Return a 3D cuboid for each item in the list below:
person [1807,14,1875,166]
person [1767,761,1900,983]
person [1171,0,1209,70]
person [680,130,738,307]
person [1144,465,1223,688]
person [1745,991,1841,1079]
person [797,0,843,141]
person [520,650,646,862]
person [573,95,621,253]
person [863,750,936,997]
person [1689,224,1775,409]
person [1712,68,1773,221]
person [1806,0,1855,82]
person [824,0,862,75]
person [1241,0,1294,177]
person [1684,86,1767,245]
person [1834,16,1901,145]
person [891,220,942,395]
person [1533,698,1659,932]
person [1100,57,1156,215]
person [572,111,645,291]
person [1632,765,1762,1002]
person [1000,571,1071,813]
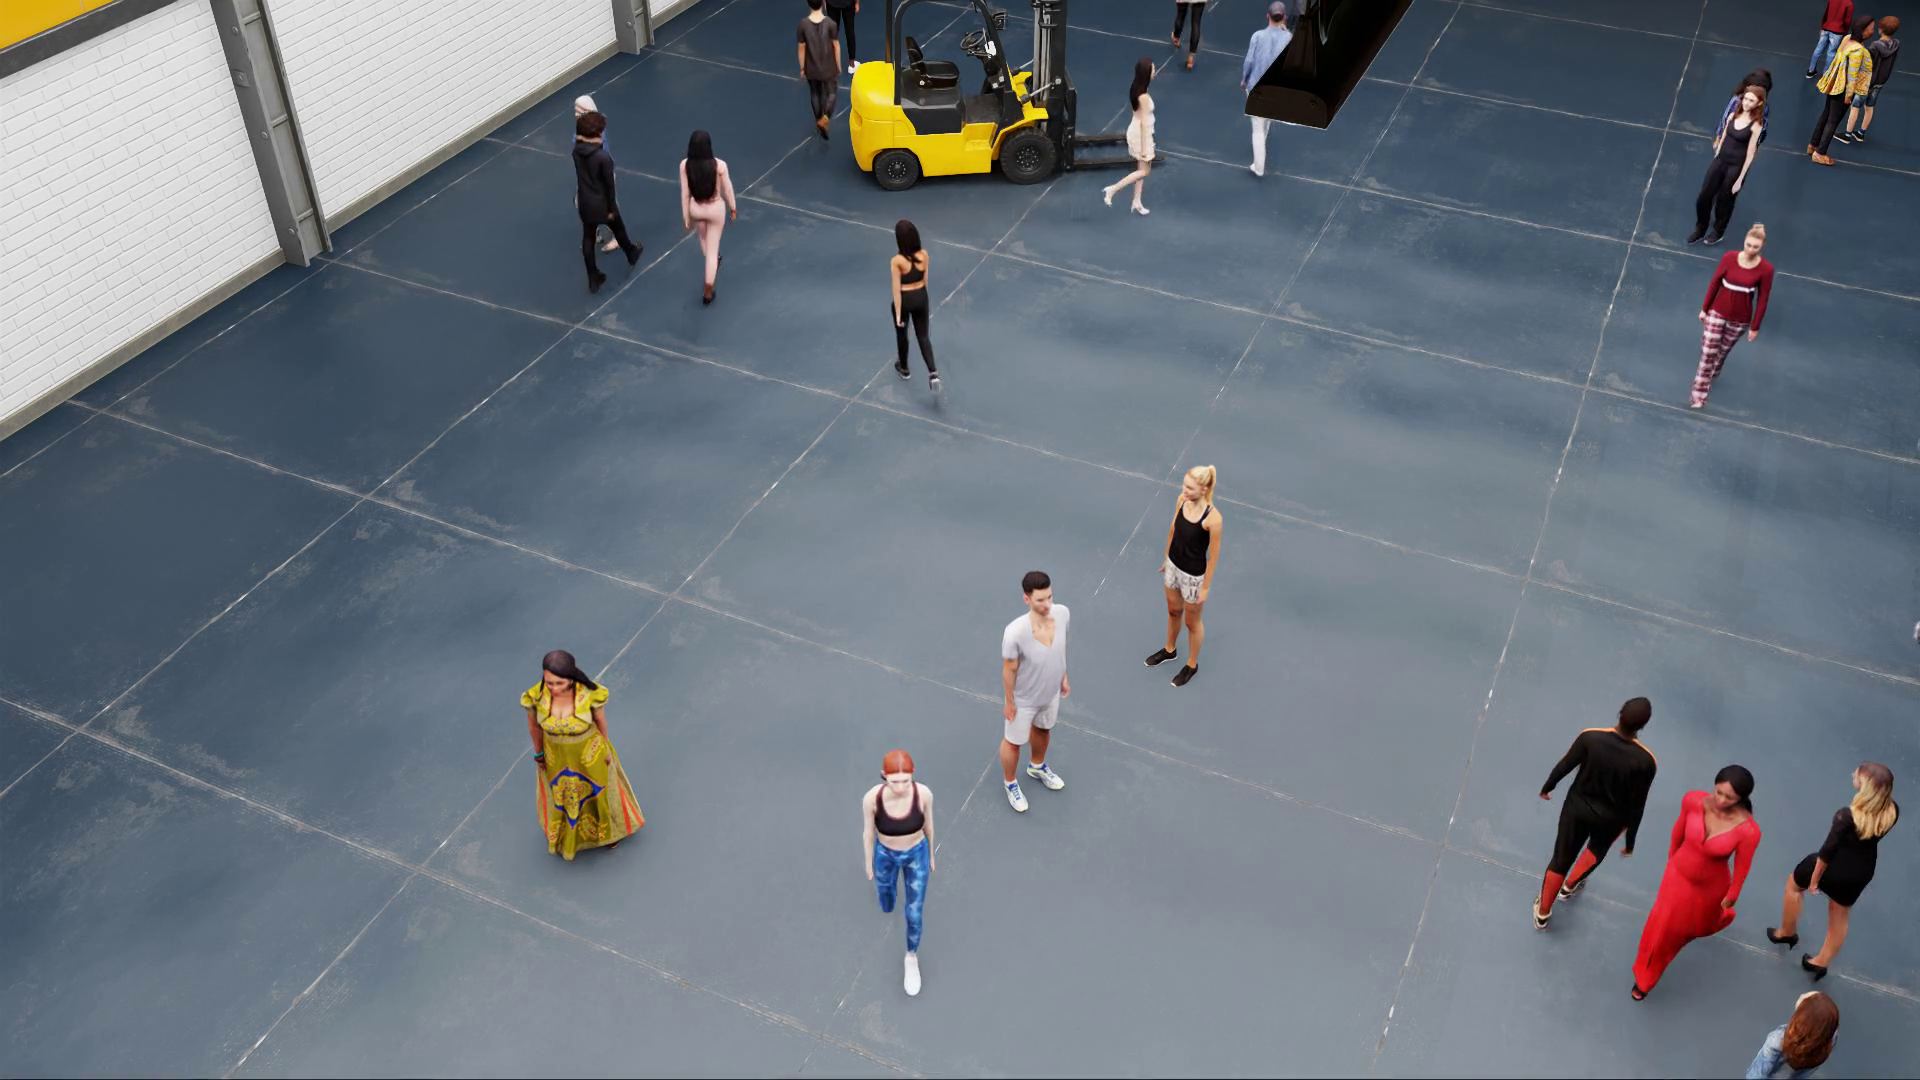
[{"bbox_3d":[9.696,-4.966,18.292,0.865,1.656,0.785,5,39,7],"label":"person"},{"bbox_3d":[5.118,1.980,9.592,0.725,1.659,0.780,-2,39,-3],"label":"person"},{"bbox_3d":[2.863,-6.659,20.308,0.913,1.785,1.192,0,39,0],"label":"person"},{"bbox_3d":[-2.420,-3.032,15.852,0.875,1.680,1.157,4,39,4],"label":"person"},{"bbox_3d":[1.608,0.210,11.659,0.687,1.846,0.681,-25,45,-28],"label":"person"},{"bbox_3d":[4.257,2.833,8.668,0.636,1.478,0.682,-10,40,-12],"label":"person"},{"bbox_3d":[-1.572,-5.326,18.708,0.784,1.698,0.959,4,39,5],"label":"person"},{"bbox_3d":[-2.416,1.317,10.429,1.000,1.660,1.016,-6,39,-7],"label":"person"},{"bbox_3d":[-3.560,-3.684,16.671,0.787,1.685,0.739,-30,47,-32],"label":"person"},{"bbox_3d":[-0.355,1.822,9.712,0.901,1.766,1.081,-5,39,-6],"label":"person"},{"bbox_3d":[6.755,-1.991,14.567,0.649,1.655,1.032,17,42,20],"label":"person"},{"bbox_3d":[8.076,-4.141,17.325,0.816,1.573,1.137,7,39,9],"label":"person"},{"bbox_3d":[10.583,-6.184,20.138,0.621,1.256,0.585,-21,43,-24],"label":"person"},{"bbox_3d":[-1.450,-6.533,20.198,0.685,1.727,0.691,4,39,5],"label":"person"},{"bbox_3d":[3.310,-4.841,17.990,1.035,1.838,1.242,-3,39,-4],"label":"person"},{"bbox_3d":[7.831,-3.772,16.740,0.855,1.727,0.788,-22,44,-25],"label":"person"},{"bbox_3d":[10.264,-5.188,18.734,0.626,1.451,0.669,-7,39,-9],"label":"person"},{"bbox_3d":[-0.385,-2.030,14.640,0.972,1.624,1.007,-15,41,-18],"label":"person"},{"bbox_3d":[3.749,1.680,9.865,0.852,1.786,0.878,21,43,24],"label":"person"},{"bbox_3d":[1.778,-4.133,17.194,0.839,1.724,0.824,-2,39,-3],"label":"person"},{"bbox_3d":[-3.543,-3.215,16.034,0.670,1.738,1.045,13,40,16],"label":"person"},{"bbox_3d":[4.307,1.917,9.595,0.848,1.765,1.125,30,48,32],"label":"person"},{"bbox_3d":[0.473,0.937,10.741,0.700,1.855,0.825,-24,45,-27],"label":"person"}]
